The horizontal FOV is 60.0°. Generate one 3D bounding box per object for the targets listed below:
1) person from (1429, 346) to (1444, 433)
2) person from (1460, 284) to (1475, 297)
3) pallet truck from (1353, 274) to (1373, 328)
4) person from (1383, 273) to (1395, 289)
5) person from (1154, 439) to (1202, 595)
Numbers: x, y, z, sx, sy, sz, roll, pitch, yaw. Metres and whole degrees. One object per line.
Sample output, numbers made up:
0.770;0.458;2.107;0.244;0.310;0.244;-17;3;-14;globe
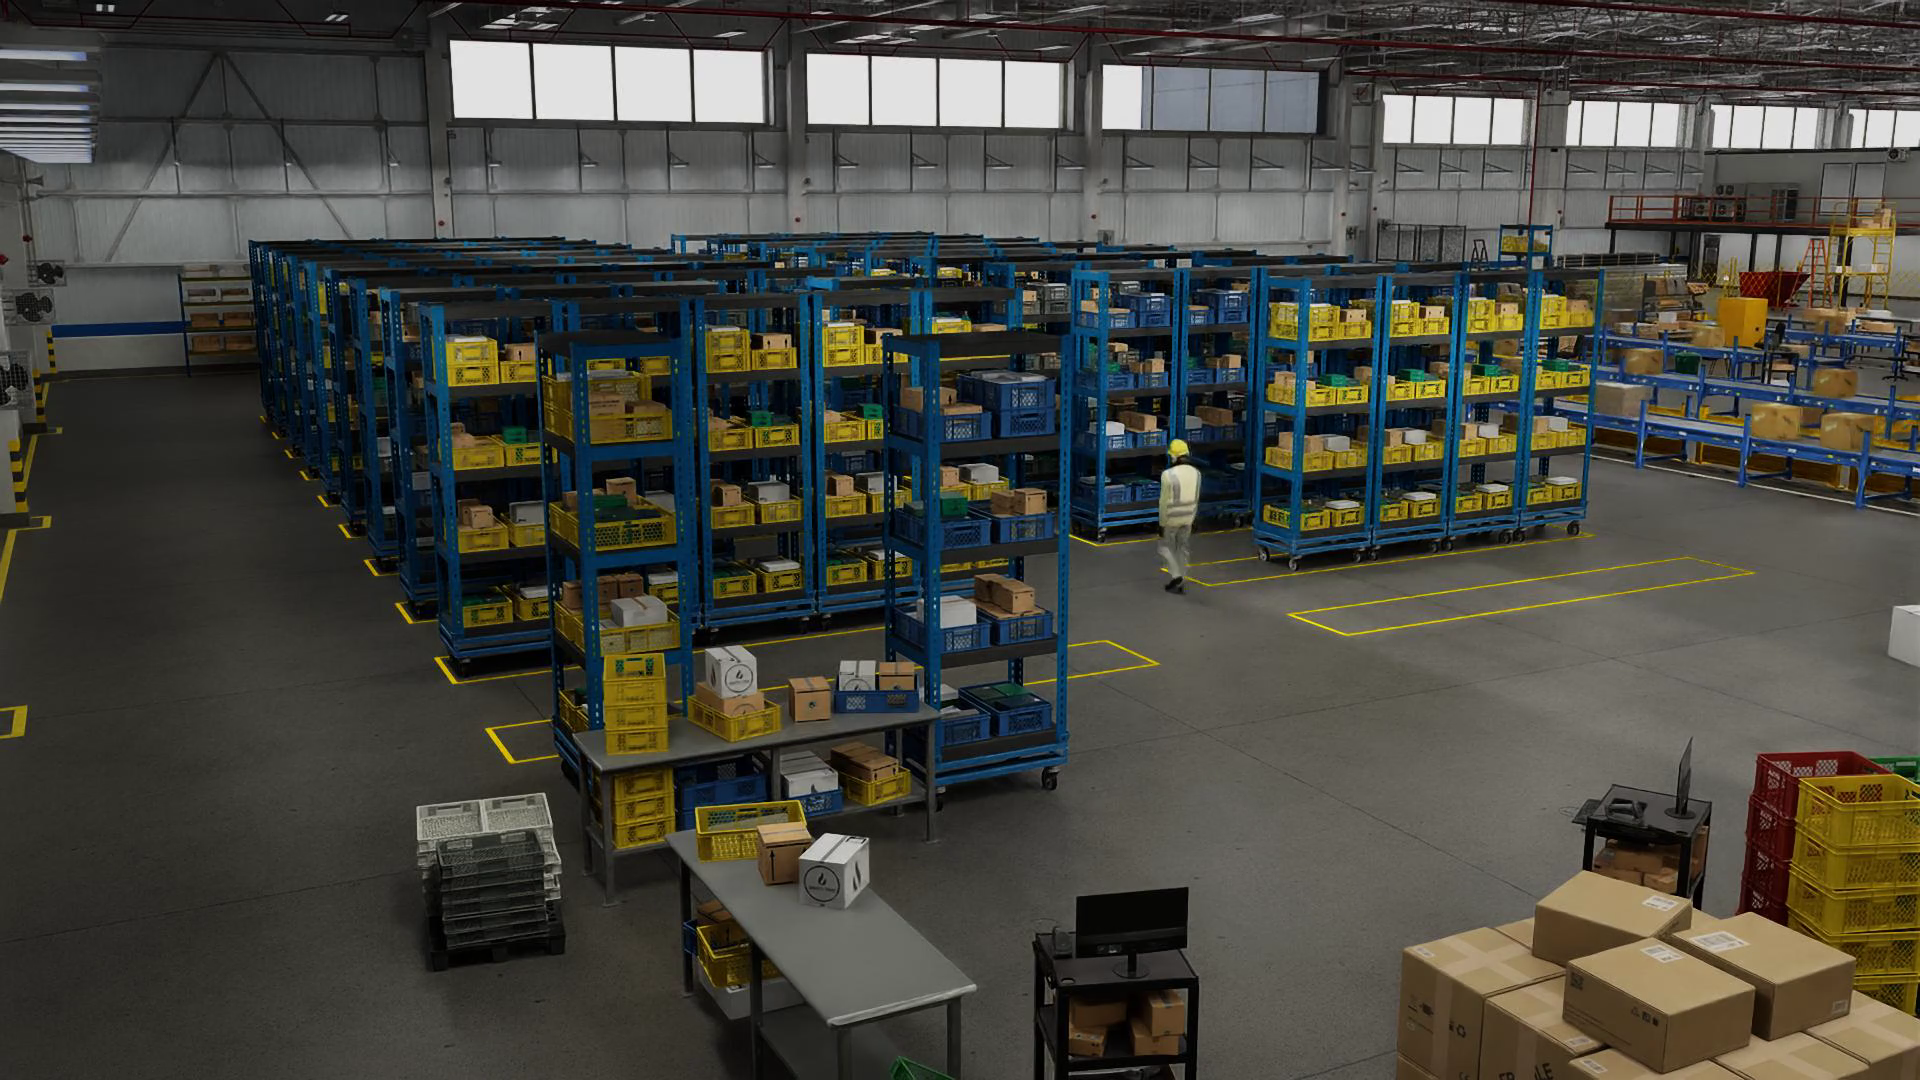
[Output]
8.272;-2.428;29.116;0.435;1.935;0.631;-1;12;-4;person
15.584;-7.251;51.393;0.605;2.045;0.377;-4;13;-17;person
13.011;-8.050;55.243;0.823;1.965;1.885;-7;14;-28;pallet truck
13.671;-7.652;53.594;0.402;1.906;0.652;-9;15;-35;person
2.502;-0.256;19.200;0.621;1.819;0.425;-9;15;-35;person
